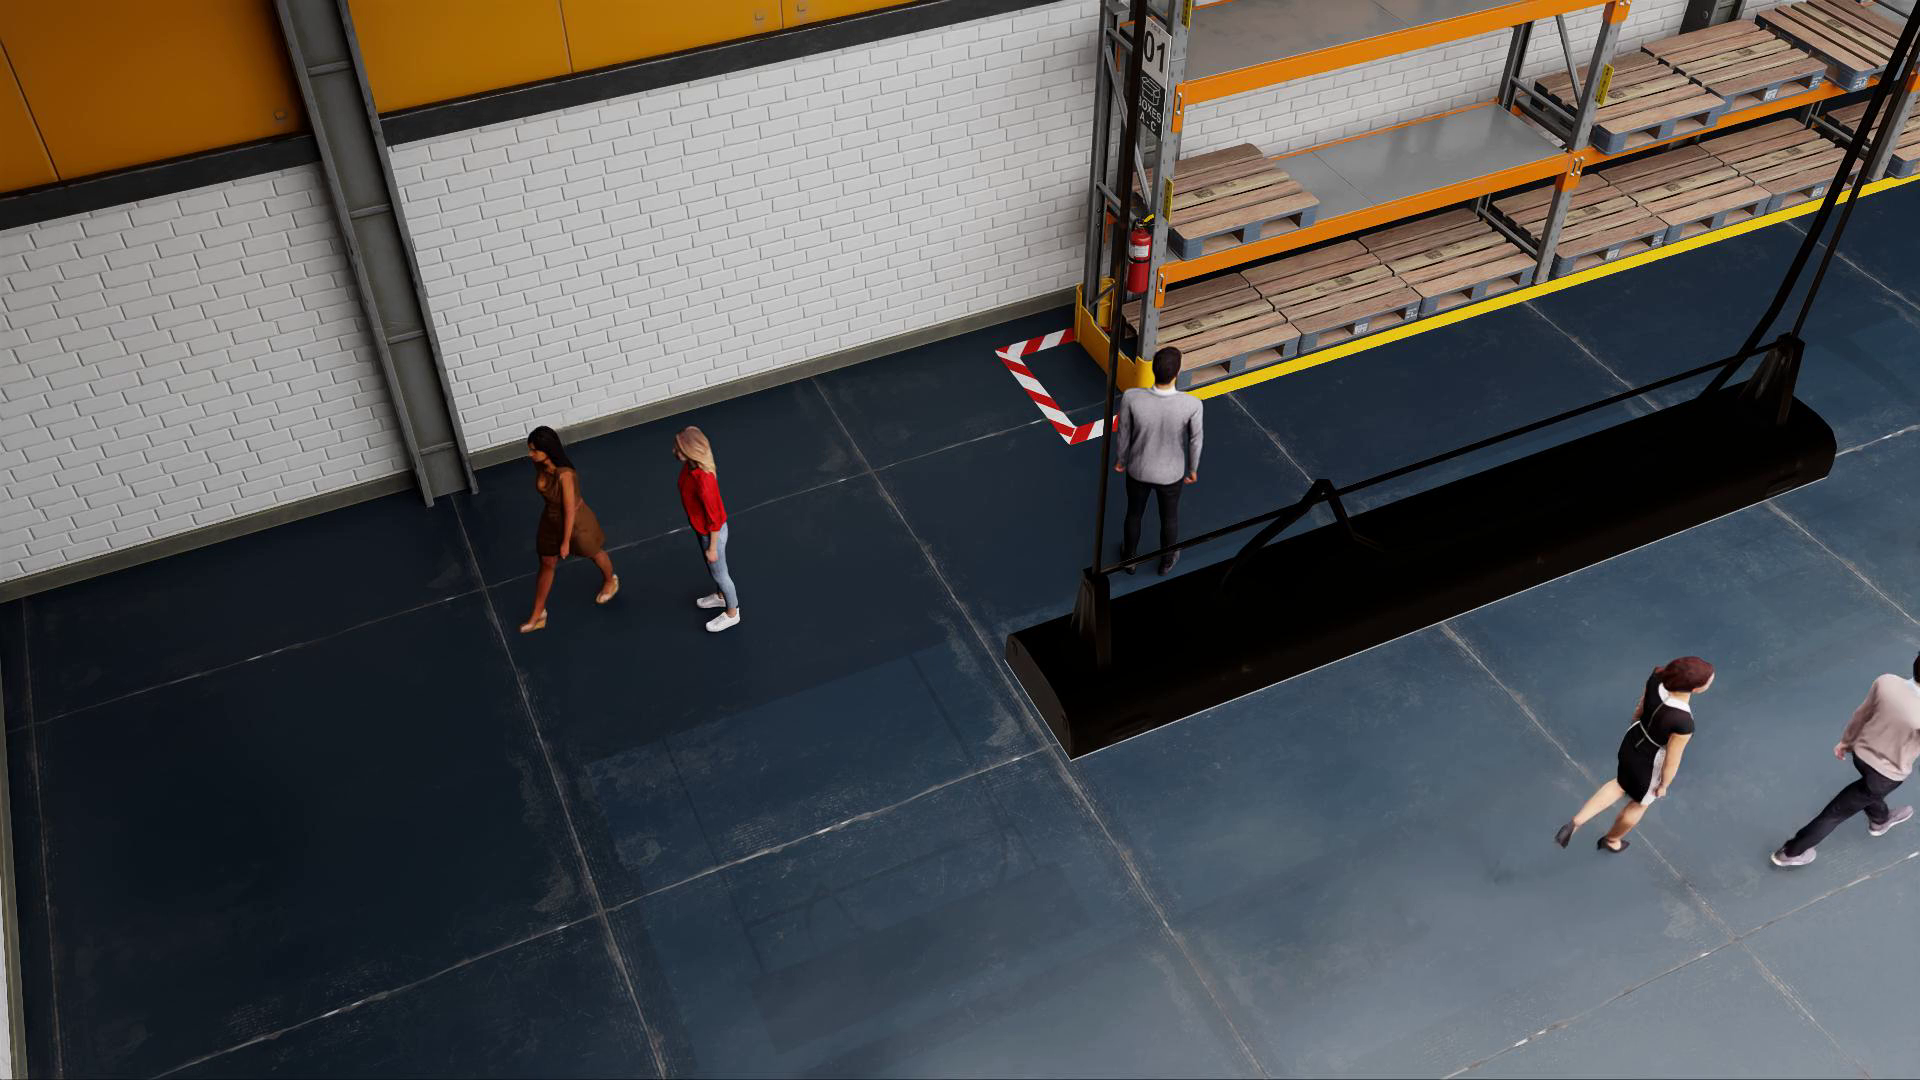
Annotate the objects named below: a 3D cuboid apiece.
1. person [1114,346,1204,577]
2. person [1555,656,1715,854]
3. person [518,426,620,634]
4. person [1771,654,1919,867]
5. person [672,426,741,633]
[{"bbox_3d":[1.338,-0.518,11.390,0.790,1.922,0.892,7,44,8],"label":"person"},{"bbox_3d":[3.863,1.305,9.581,0.856,1.780,0.680,-11,45,-11],"label":"person"},{"bbox_3d":[-2.560,-0.137,11.187,0.859,1.652,1.087,28,50,26],"label":"person"},{"bbox_3d":[5.220,1.323,9.581,1.230,1.752,0.756,-11,45,-12],"label":"person"},{"bbox_3d":[-1.678,-0.077,11.087,0.526,1.703,0.635,-14,45,-14],"label":"person"}]
